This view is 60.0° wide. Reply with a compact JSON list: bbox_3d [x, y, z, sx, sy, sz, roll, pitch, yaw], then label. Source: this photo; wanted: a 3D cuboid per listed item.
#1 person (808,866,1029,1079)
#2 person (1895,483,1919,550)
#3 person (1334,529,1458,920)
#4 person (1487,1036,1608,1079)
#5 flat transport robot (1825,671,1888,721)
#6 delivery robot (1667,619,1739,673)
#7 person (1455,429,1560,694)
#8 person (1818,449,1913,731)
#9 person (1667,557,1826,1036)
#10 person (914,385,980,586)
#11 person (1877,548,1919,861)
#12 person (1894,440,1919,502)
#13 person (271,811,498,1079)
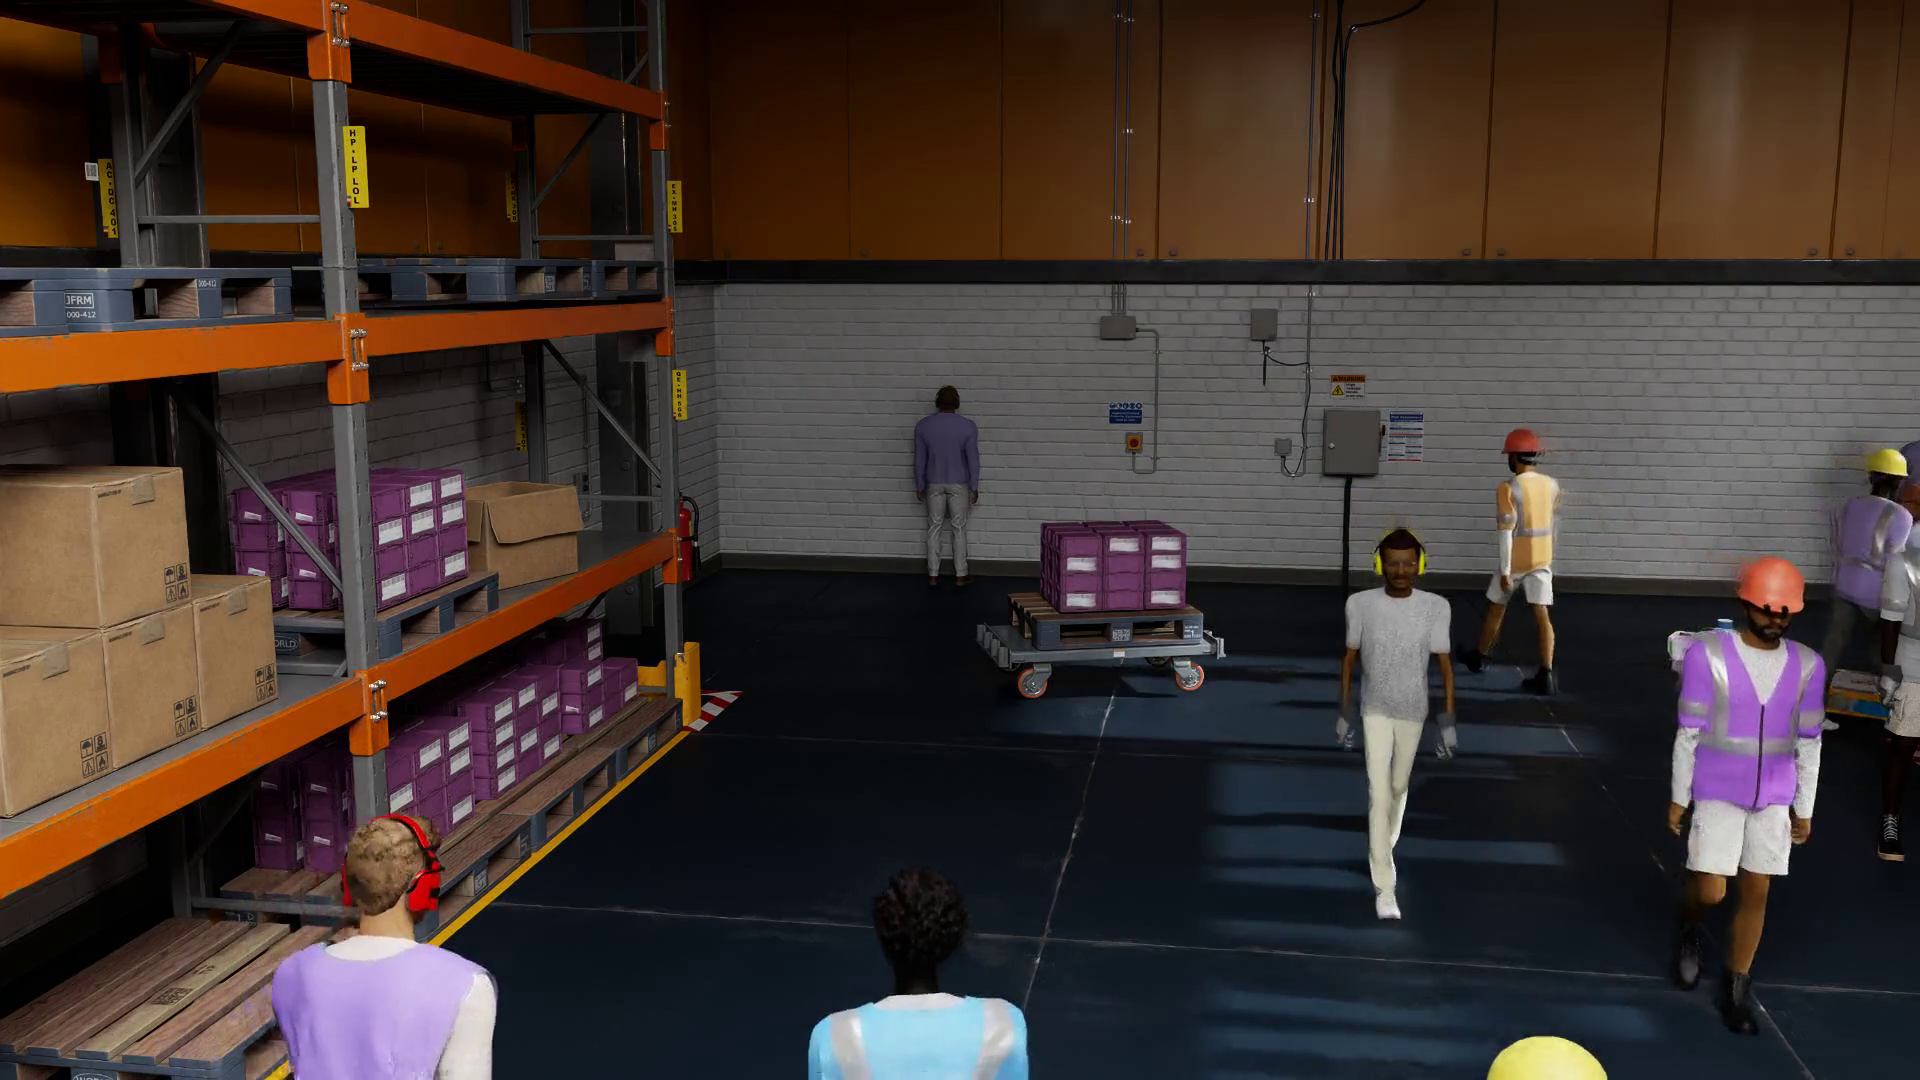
[{"bbox_3d":[-0.099,1.570,3.947,0.538,1.668,0.720,-1,9,-5],"label":"person"},{"bbox_3d":[6.346,0.419,11.182,0.525,1.614,0.507,-7,12,-38],"label":"person"},{"bbox_3d":[2.096,0.846,7.966,0.545,1.816,0.971,1,9,7],"label":"person"},{"bbox_3d":[0.957,1.687,3.126,0.484,1.709,0.784,-6,11,-32],"label":"person"},{"bbox_3d":[6.336,1.087,11.236,1.431,0.197,0.652,8,12,39],"label":"flat transport robot"},{"bbox_3d":[5.422,0.804,11.819,0.707,0.478,0.477,6,11,35],"label":"delivery robot"},{"bbox_3d":[4.075,0.132,12.167,0.543,1.876,0.983,-3,10,-17],"label":"person"},{"bbox_3d":[6.014,0.338,10.929,1.027,1.862,0.588,-3,10,-20],"label":"person"},{"bbox_3d":[3.139,1.001,6.682,0.580,1.924,0.487,1,9,5],"label":"person"},{"bbox_3d":[-0.123,-0.522,16.026,0.638,1.938,0.356,2,9,11],"label":"person"},{"bbox_3d":[5.020,0.684,8.507,0.604,1.966,0.367,2,9,11],"label":"person"},{"bbox_3d":[8.166,-0.153,13.918,0.658,1.895,0.401,8,12,39],"label":"person"},{"bbox_3d":[-1.235,1.513,3.888,0.591,1.799,0.884,3,10,16],"label":"person"}]
